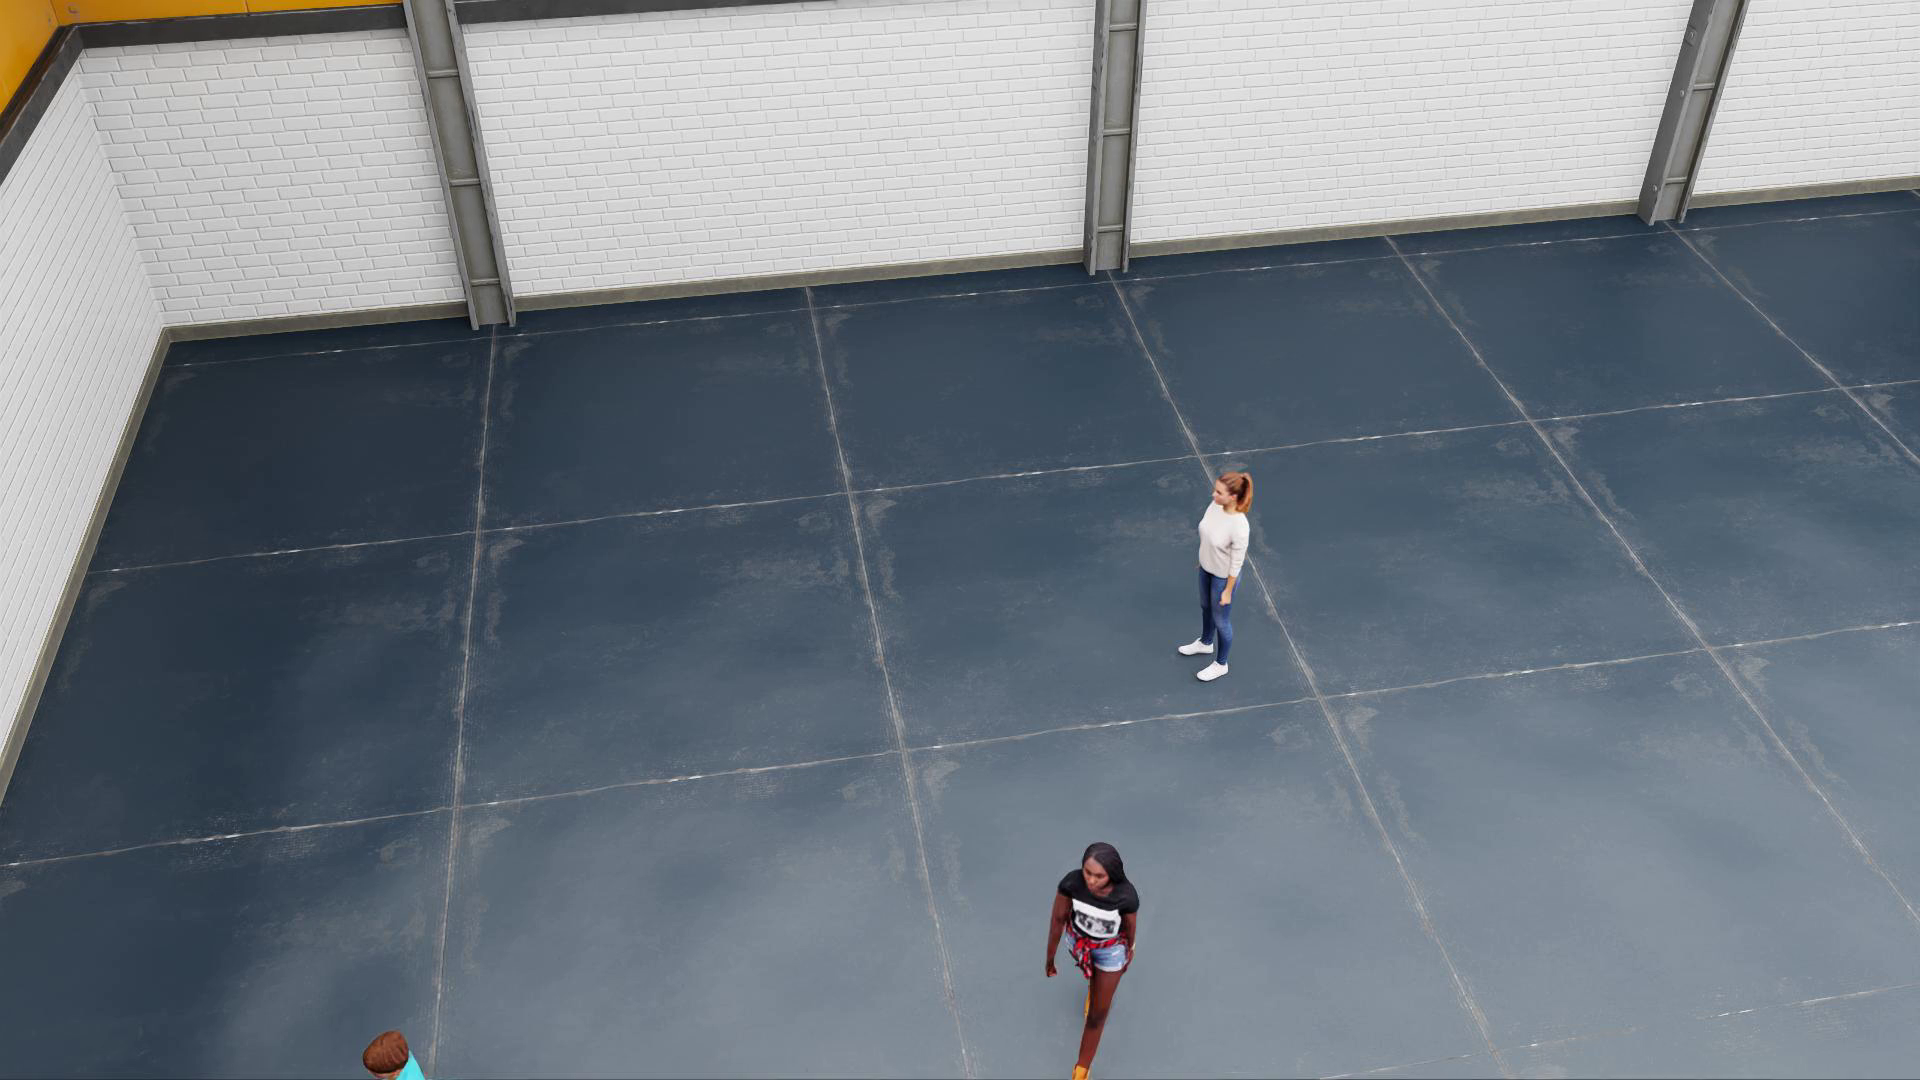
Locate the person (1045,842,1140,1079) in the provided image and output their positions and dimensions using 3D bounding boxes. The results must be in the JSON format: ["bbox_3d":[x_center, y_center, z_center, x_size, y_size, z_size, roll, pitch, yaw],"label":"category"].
[{"bbox_3d":[0.760,2.195,9.160,1.188,1.677,1.080,14,41,17],"label":"person"}]

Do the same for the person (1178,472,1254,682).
[{"bbox_3d":[1.812,0.231,11.585,0.576,1.720,0.639,-12,40,-15],"label":"person"}]

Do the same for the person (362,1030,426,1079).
[{"bbox_3d":[-2.694,2.920,8.444,0.684,1.439,0.597,-12,40,-15],"label":"person"}]
